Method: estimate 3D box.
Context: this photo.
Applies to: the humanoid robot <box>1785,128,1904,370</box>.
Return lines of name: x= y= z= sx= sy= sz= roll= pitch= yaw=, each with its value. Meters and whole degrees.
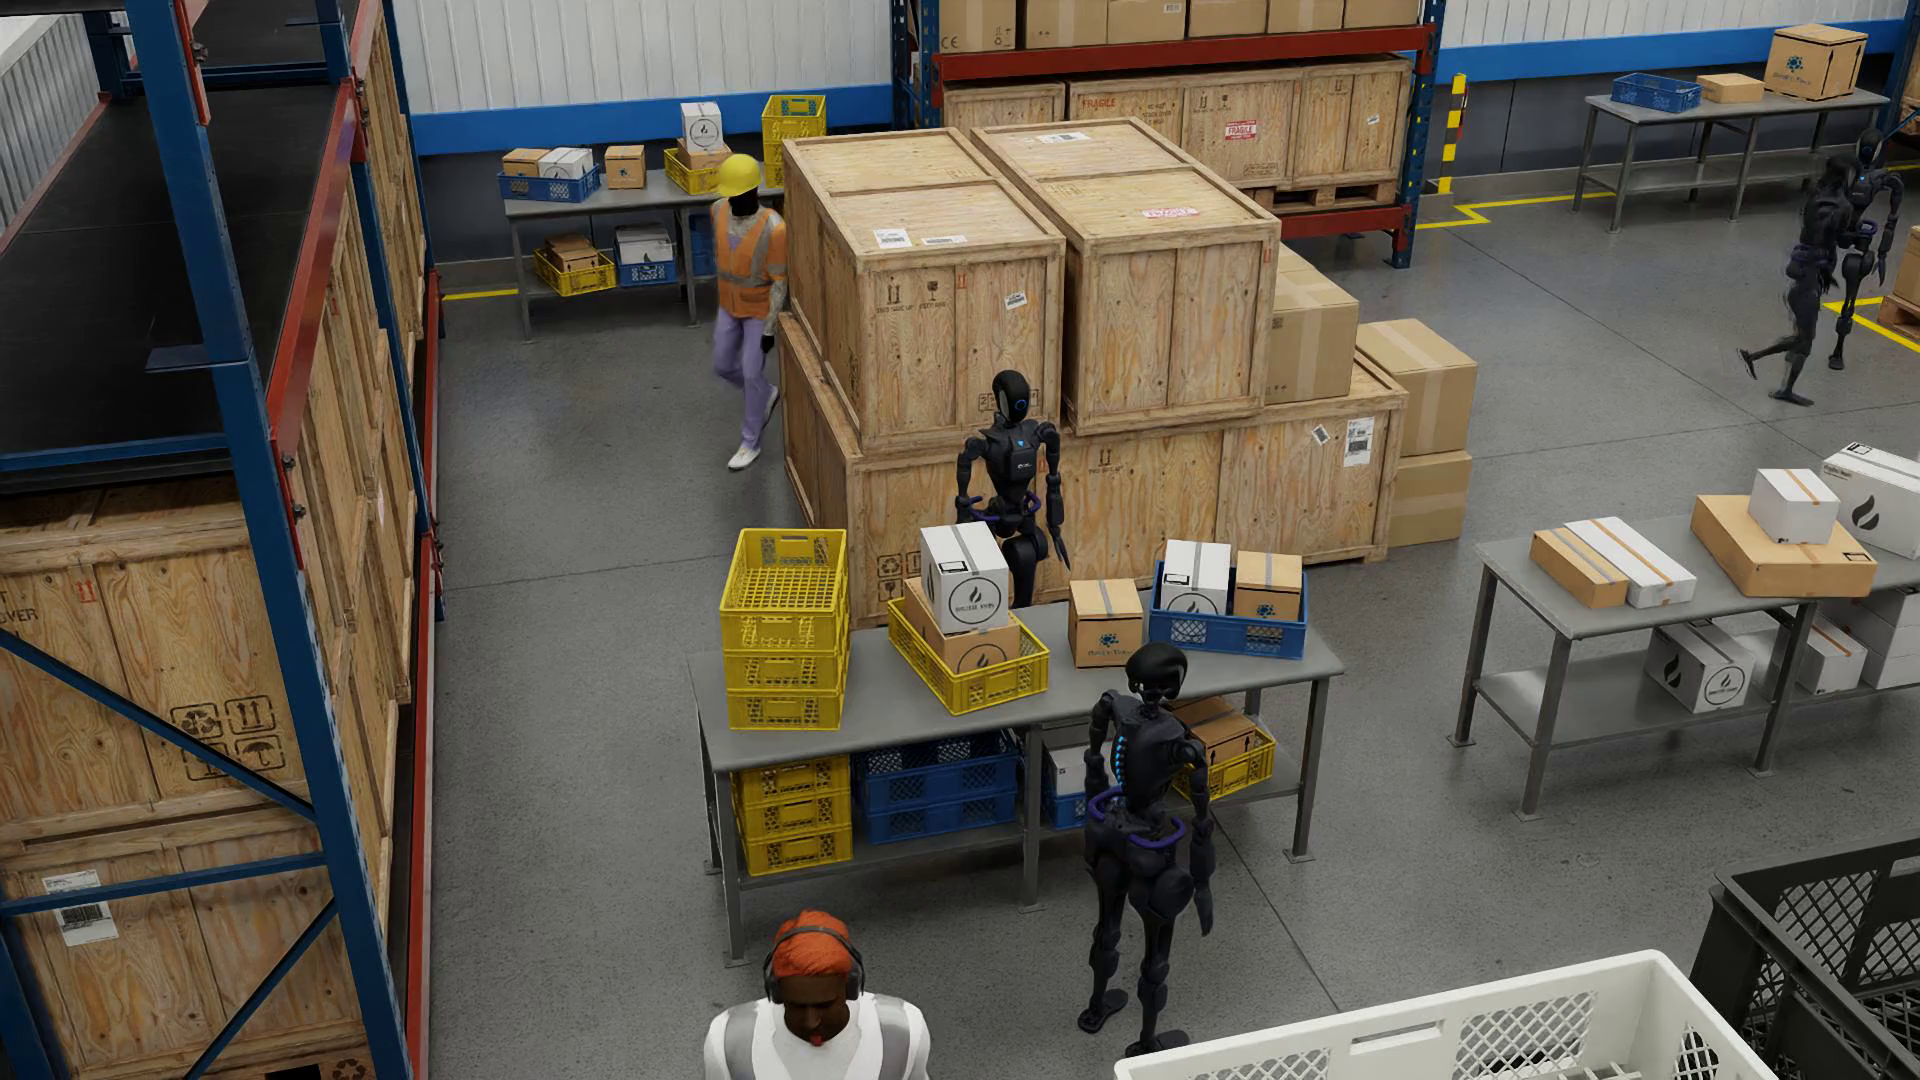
humanoid robot: x=5.952 y=-1.956 z=11.205 sx=0.578 sy=1.649 sz=0.341 roll=13 pitch=31 yaw=23

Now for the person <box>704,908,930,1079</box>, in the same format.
person: x=-0.355 y=1.719 z=4.325 sx=0.572 sy=1.883 sz=0.359 roll=-4 pitch=29 yaw=-7

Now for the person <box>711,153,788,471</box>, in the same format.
person: x=-1.249 y=-1.394 z=9.946 sx=0.642 sy=1.902 sz=0.753 roll=17 pitch=33 yaw=28

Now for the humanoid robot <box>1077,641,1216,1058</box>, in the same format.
humanoid robot: x=0.630 y=1.063 z=5.712 sx=0.314 sy=1.657 sz=0.610 roll=-23 pitch=36 yaw=-35

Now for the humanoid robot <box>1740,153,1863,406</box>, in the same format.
humanoid robot: x=5.456 y=-1.704 z=10.746 sx=0.463 sy=1.640 sz=0.610 roll=16 pitch=33 yaw=27

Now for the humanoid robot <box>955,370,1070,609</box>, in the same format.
humanoid robot: x=0.223 y=0.002 z=7.639 sx=0.586 sy=1.657 sz=0.331 roll=-15 pitch=32 yaw=-25
